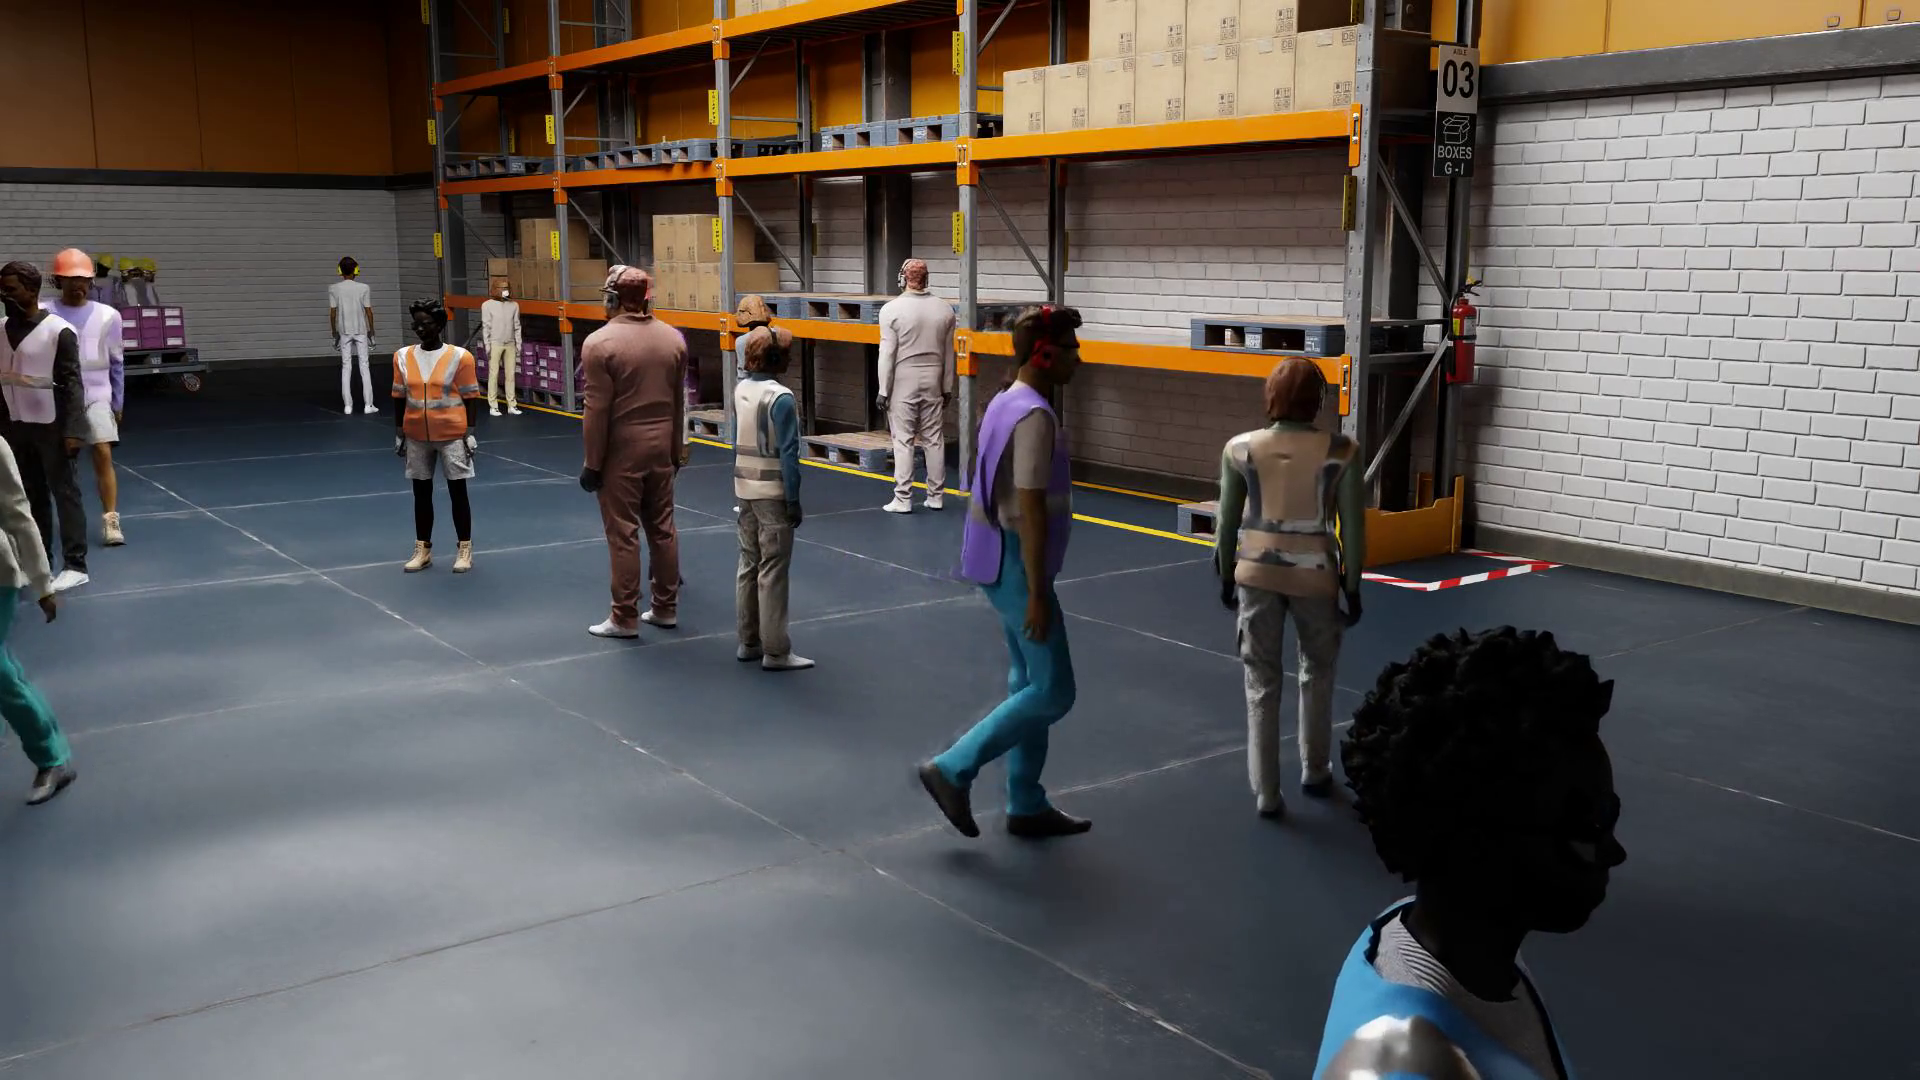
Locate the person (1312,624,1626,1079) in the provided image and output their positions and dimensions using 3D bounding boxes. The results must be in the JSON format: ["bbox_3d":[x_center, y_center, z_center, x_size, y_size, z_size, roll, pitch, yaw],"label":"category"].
[{"bbox_3d":[0.433,0.909,1.556,0.322,1.697,0.533,3,11,18],"label":"person"}]

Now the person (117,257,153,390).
[{"bbox_3d":[-11.467,-3.002,23.094,0.403,1.828,0.594,-2,10,-10],"label":"person"}]

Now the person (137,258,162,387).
[{"bbox_3d":[-11.438,-3.058,23.453,0.442,1.810,0.581,-7,12,-34],"label":"person"}]

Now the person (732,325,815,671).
[{"bbox_3d":[-0.914,-0.199,7.931,0.310,1.638,0.523,-7,12,-35],"label":"person"}]

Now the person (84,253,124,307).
[{"bbox_3d":[-12.192,-3.127,23.648,0.644,1.889,0.397,-3,10,-14],"label":"person"}]

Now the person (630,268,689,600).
[{"bbox_3d":[-1.856,-0.619,9.638,0.557,1.892,0.687,-3,10,-15],"label":"person"}]

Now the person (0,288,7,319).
[{"bbox_3d":[-12.058,-2.501,20.882,0.538,1.615,0.433,-6,12,-31],"label":"person"}]

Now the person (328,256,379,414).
[{"bbox_3d":[-7.215,-2.433,19.796,0.511,1.872,0.328,-2,10,-10],"label":"person"}]

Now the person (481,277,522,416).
[{"bbox_3d":[-5.394,-2.278,19.617,0.496,1.629,0.277,-10,14,-44],"label":"person"}]

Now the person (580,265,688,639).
[{"bbox_3d":[-1.708,-0.444,8.573,0.400,1.904,0.658,8,13,37],"label":"person"}]

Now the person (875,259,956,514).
[{"bbox_3d":[-0.351,-1.148,12.496,0.654,1.906,0.408,-6,12,-31],"label":"person"}]

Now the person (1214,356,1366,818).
[{"bbox_3d":[1.197,0.149,6.013,0.540,1.614,0.674,3,11,17],"label":"person"}]

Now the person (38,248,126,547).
[{"bbox_3d":[-6.007,-0.976,11.340,0.615,1.998,1.055,-7,12,-33],"label":"person"}]

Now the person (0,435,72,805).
[{"bbox_3d":[-3.445,0.163,5.727,0.563,1.697,0.896,2,10,13],"label":"person"}]

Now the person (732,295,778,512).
[{"bbox_3d":[-1.540,-1.023,12.560,0.284,1.633,0.497,5,11,27],"label":"person"}]

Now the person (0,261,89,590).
[{"bbox_3d":[-5.389,-0.666,9.763,0.590,1.920,0.398,4,11,19],"label":"person"}]

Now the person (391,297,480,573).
[{"bbox_3d":[-3.217,-0.636,10.213,0.540,1.695,0.317,1,10,4],"label":"person"}]

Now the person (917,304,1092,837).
[{"bbox_3d":[0.173,0.131,5.554,0.497,1.824,0.582,-1,10,-4],"label":"person"}]
